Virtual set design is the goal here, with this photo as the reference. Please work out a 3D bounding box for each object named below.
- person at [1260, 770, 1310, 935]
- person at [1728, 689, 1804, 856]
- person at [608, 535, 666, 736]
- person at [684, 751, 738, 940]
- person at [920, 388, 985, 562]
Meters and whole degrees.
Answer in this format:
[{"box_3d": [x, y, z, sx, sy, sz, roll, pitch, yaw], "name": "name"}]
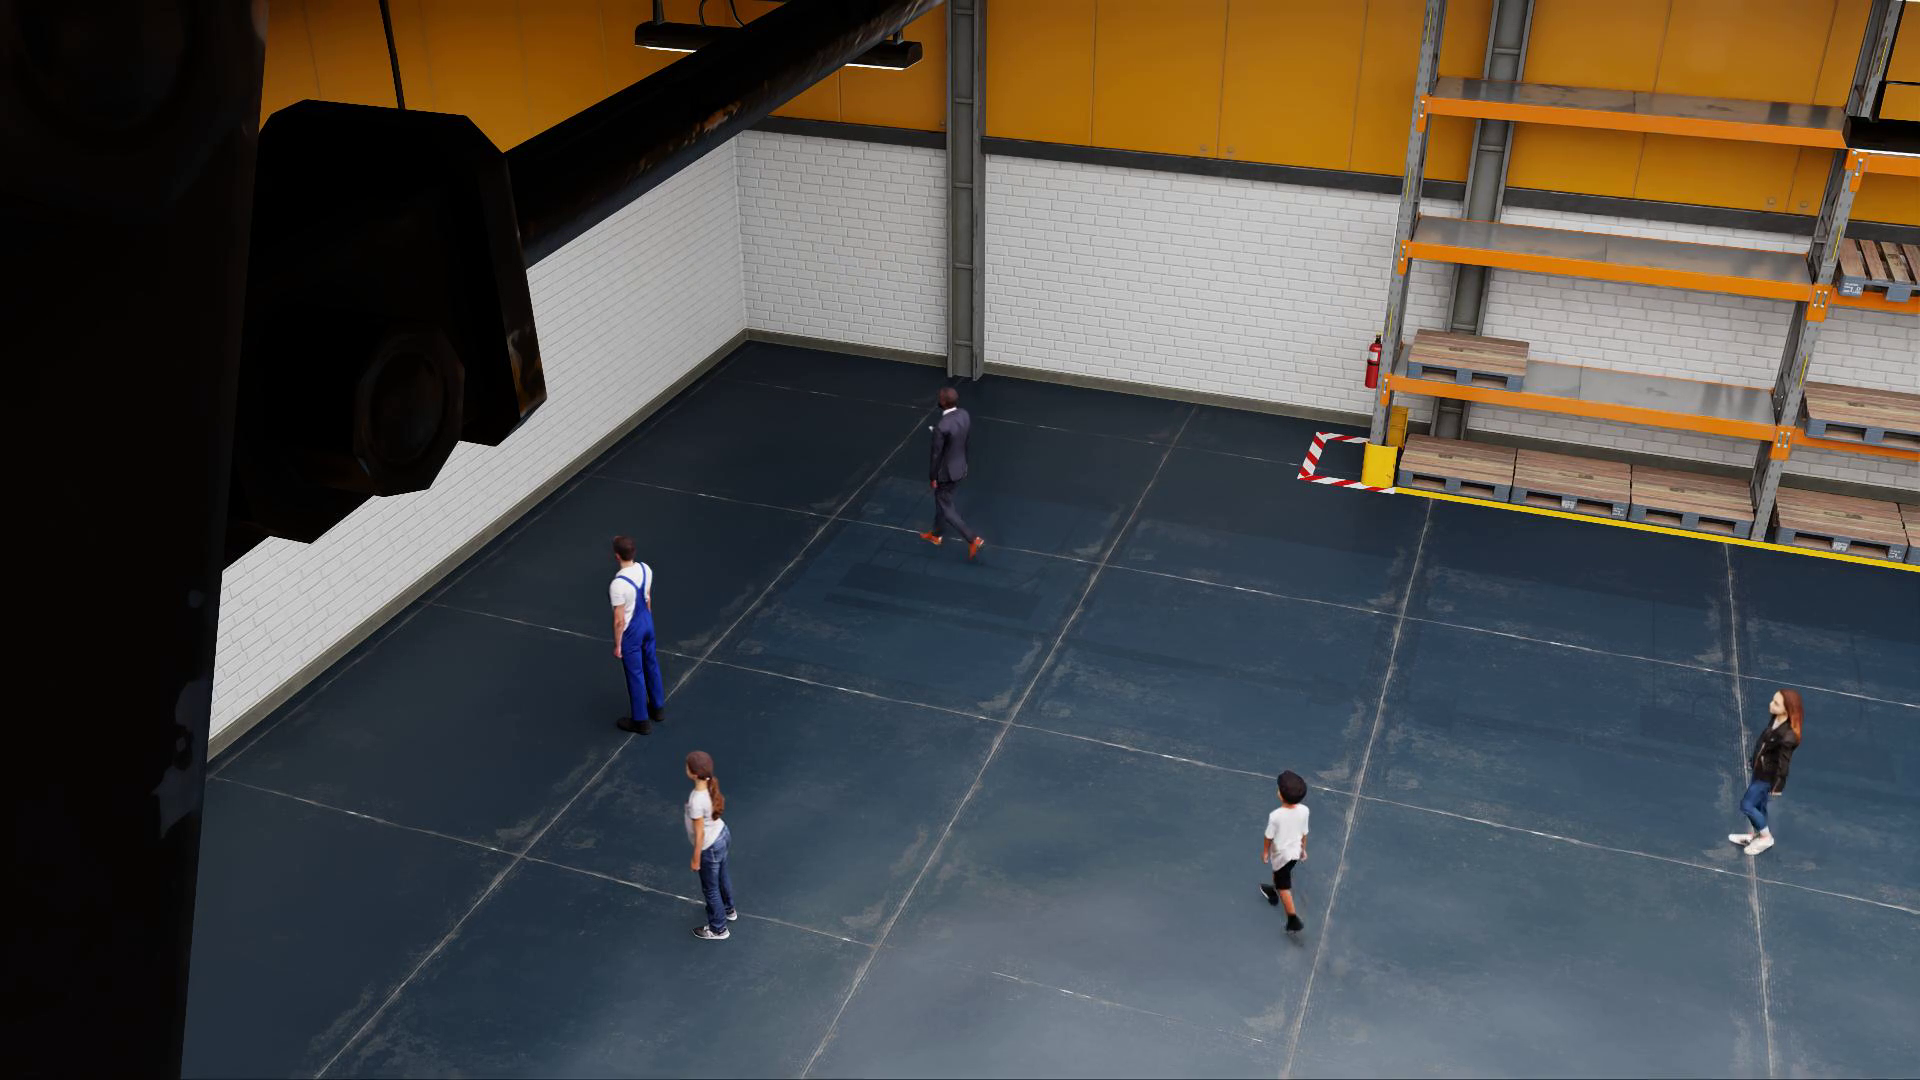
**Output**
[{"box_3d": [2.382, 2.260, 11.987, 0.849, 1.242, 0.879, -11, 31, -19], "name": "person"}, {"box_3d": [6.226, 1.762, 12.659, 0.560, 1.474, 0.577, 7, 29, 12], "name": "person"}, {"box_3d": [-2.746, 0.781, 14.063, 0.618, 1.851, 0.663, 16, 32, 26], "name": "person"}, {"box_3d": [-1.792, 2.151, 11.854, 0.534, 1.562, 0.557, 7, 29, 12], "name": "person"}, {"box_3d": [-0.061, -0.653, 16.751, 1.165, 1.795, 0.865, 18, 34, 30], "name": "person"}]
